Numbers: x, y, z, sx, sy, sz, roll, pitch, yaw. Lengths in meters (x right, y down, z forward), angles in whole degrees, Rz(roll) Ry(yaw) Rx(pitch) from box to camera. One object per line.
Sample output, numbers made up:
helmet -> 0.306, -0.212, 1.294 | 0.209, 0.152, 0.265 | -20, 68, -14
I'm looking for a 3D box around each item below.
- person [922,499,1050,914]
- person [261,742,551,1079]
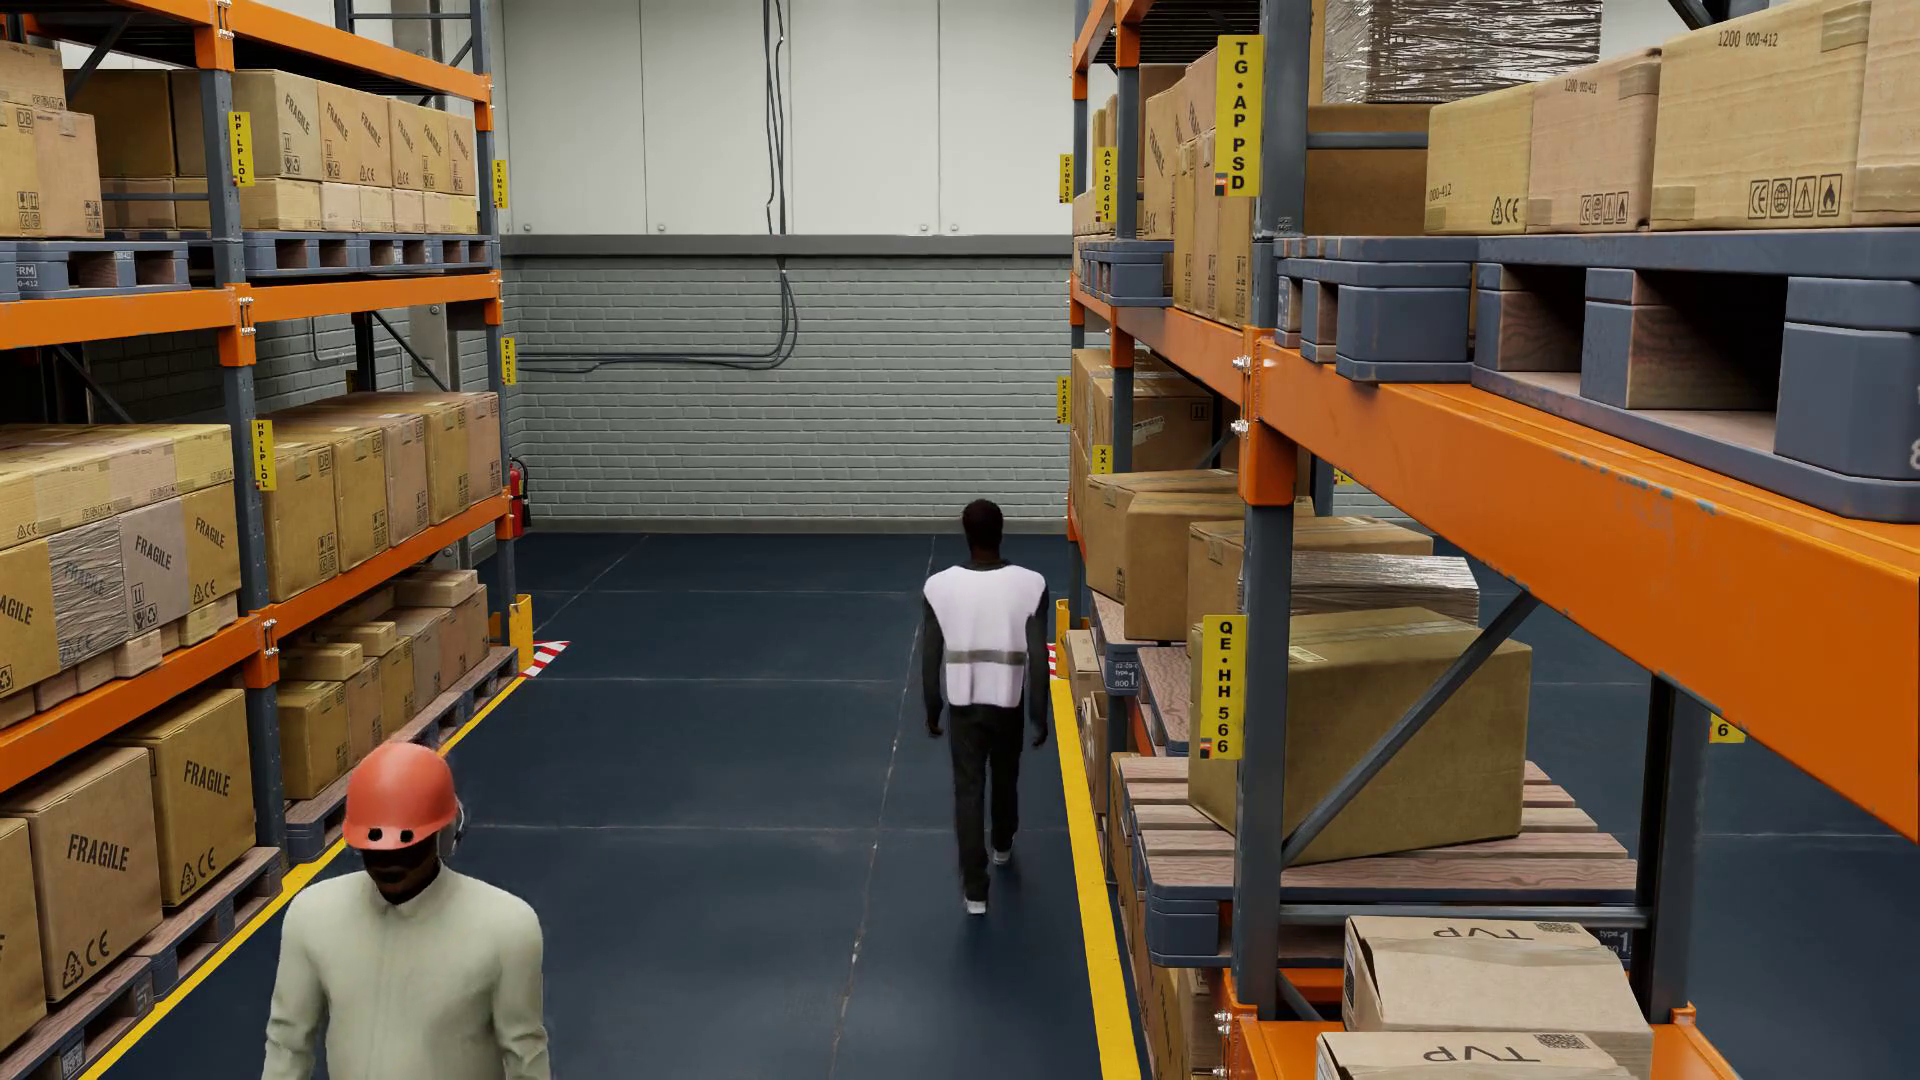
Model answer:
person -> 0.116, 0.737, 7.797 | 0.591, 1.860, 1.041 | 0, 10, 0
person -> -1.269, 1.393, 3.862 | 0.625, 1.950, 1.018 | 2, 10, 9
